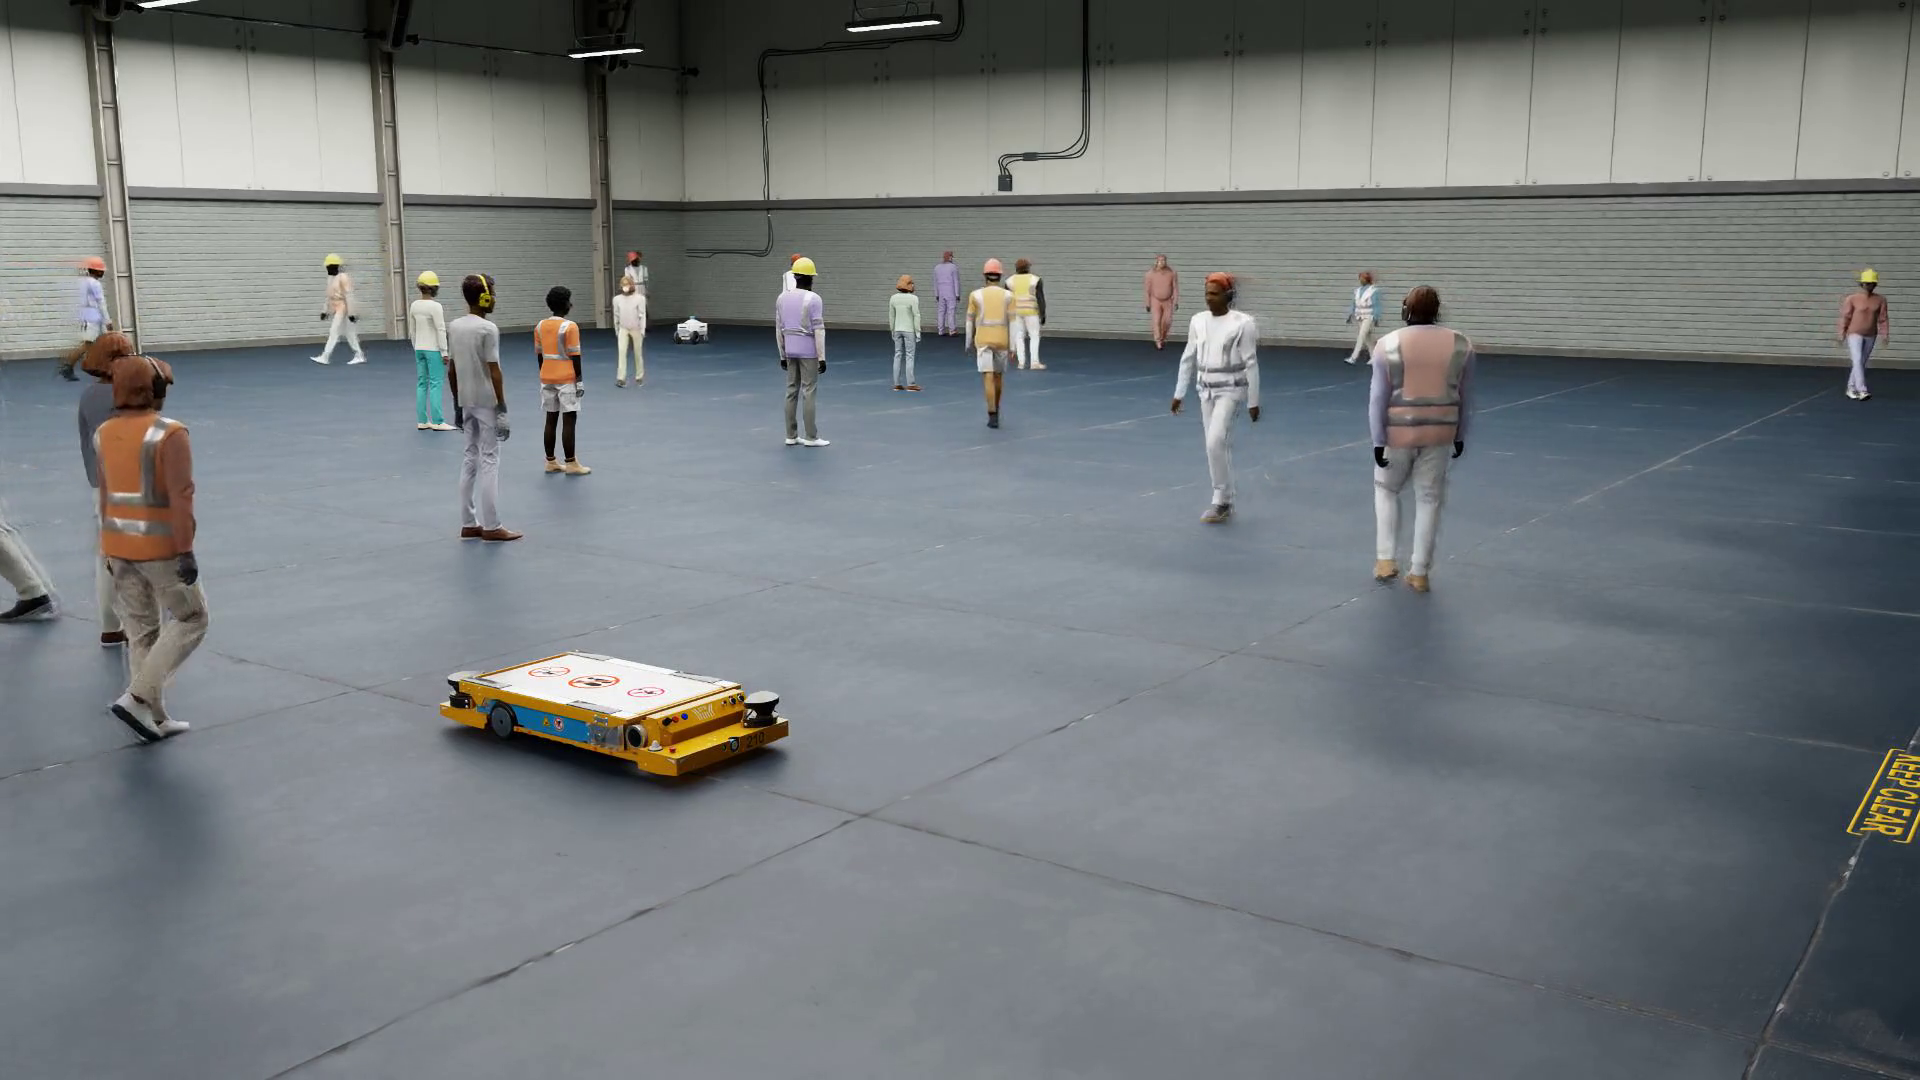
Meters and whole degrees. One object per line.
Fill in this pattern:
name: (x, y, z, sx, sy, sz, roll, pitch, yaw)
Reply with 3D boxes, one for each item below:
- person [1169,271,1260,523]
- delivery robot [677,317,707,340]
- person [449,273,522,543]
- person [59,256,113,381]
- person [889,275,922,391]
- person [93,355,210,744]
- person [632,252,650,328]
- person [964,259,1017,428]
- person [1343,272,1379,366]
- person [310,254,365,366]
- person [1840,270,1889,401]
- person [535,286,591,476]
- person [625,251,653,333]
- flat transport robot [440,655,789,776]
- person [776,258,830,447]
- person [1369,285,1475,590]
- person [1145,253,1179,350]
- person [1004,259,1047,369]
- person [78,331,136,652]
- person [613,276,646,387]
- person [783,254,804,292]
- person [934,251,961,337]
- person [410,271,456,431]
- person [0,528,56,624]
person: (1.893, -1.061, 12.421, 0.638, 1.861, 0.592, -8, 13, -37)
delivery robot: (-5.545, -4.386, 34.454, 0.477, 0.478, 0.707, 4, 11, 23)
person: (-3.350, -0.911, 11.604, 0.565, 1.864, 0.339, 7, 12, 35)
person: (-13.223, -3.353, 25.252, 1.002, 1.896, 0.542, -8, 13, -38)
person: (-0.765, -2.914, 23.453, 0.509, 1.632, 0.269, 7, 12, 35)
person: (-3.352, 0.056, 6.833, 0.541, 1.615, 0.421, 4, 11, 22)
person: (-7.905, -6.137, 40.854, 0.538, 1.866, 0.313, 7, 12, 35)
person: (0.347, -2.247, 18.989, 0.564, 1.882, 0.975, -2, 10, -9)
person: (6.894, -3.776, 28.401, 0.902, 1.587, 0.513, -5, 11, -28)
person: (-10.658, -3.914, 28.362, 0.995, 1.873, 0.593, -8, 13, -39)
person: (11.973, -2.699, 21.991, 0.545, 1.711, 0.898, 1, 10, 4)
person: (-3.572, -1.423, 14.924, 0.542, 1.696, 0.316, 7, 12, 35)
person: (-7.412, -5.679, 38.218, 0.575, 1.889, 0.505, -4, 11, -23)
flat transport robot: (-1.478, 0.700, 7.023, 1.431, 0.197, 0.652, 7, 12, 35)
person: (-1.604, -1.915, 17.035, 0.595, 1.925, 0.371, 7, 12, 35)
person: (2.769, -0.622, 10.093, 0.631, 1.824, 0.570, 1, 10, 4)
person: (3.942, -4.655, 32.479, 0.670, 1.889, 0.463, -1, 10, -3)
person: (1.106, -3.734, 27.587, 0.737, 1.812, 0.429, 2, 10, 12)
person: (-4.283, -0.246, 8.508, 0.509, 1.632, 0.269, 7, 12, 35)
person: (-4.780, -2.994, 24.010, 0.510, 1.593, 0.828, 1, 10, 4)
person: (-2.893, -4.152, 29.692, 0.587, 1.880, 0.342, 7, 12, 35)
person: (-0.259, -5.464, 36.974, 0.655, 1.905, 0.407, 7, 12, 35)
person: (-5.869, -2.092, 18.483, 0.535, 1.766, 0.320, 7, 12, 35)
person: (-5.381, -0.379, 8.853, 0.941, 1.790, 0.597, -6, 12, -31)
